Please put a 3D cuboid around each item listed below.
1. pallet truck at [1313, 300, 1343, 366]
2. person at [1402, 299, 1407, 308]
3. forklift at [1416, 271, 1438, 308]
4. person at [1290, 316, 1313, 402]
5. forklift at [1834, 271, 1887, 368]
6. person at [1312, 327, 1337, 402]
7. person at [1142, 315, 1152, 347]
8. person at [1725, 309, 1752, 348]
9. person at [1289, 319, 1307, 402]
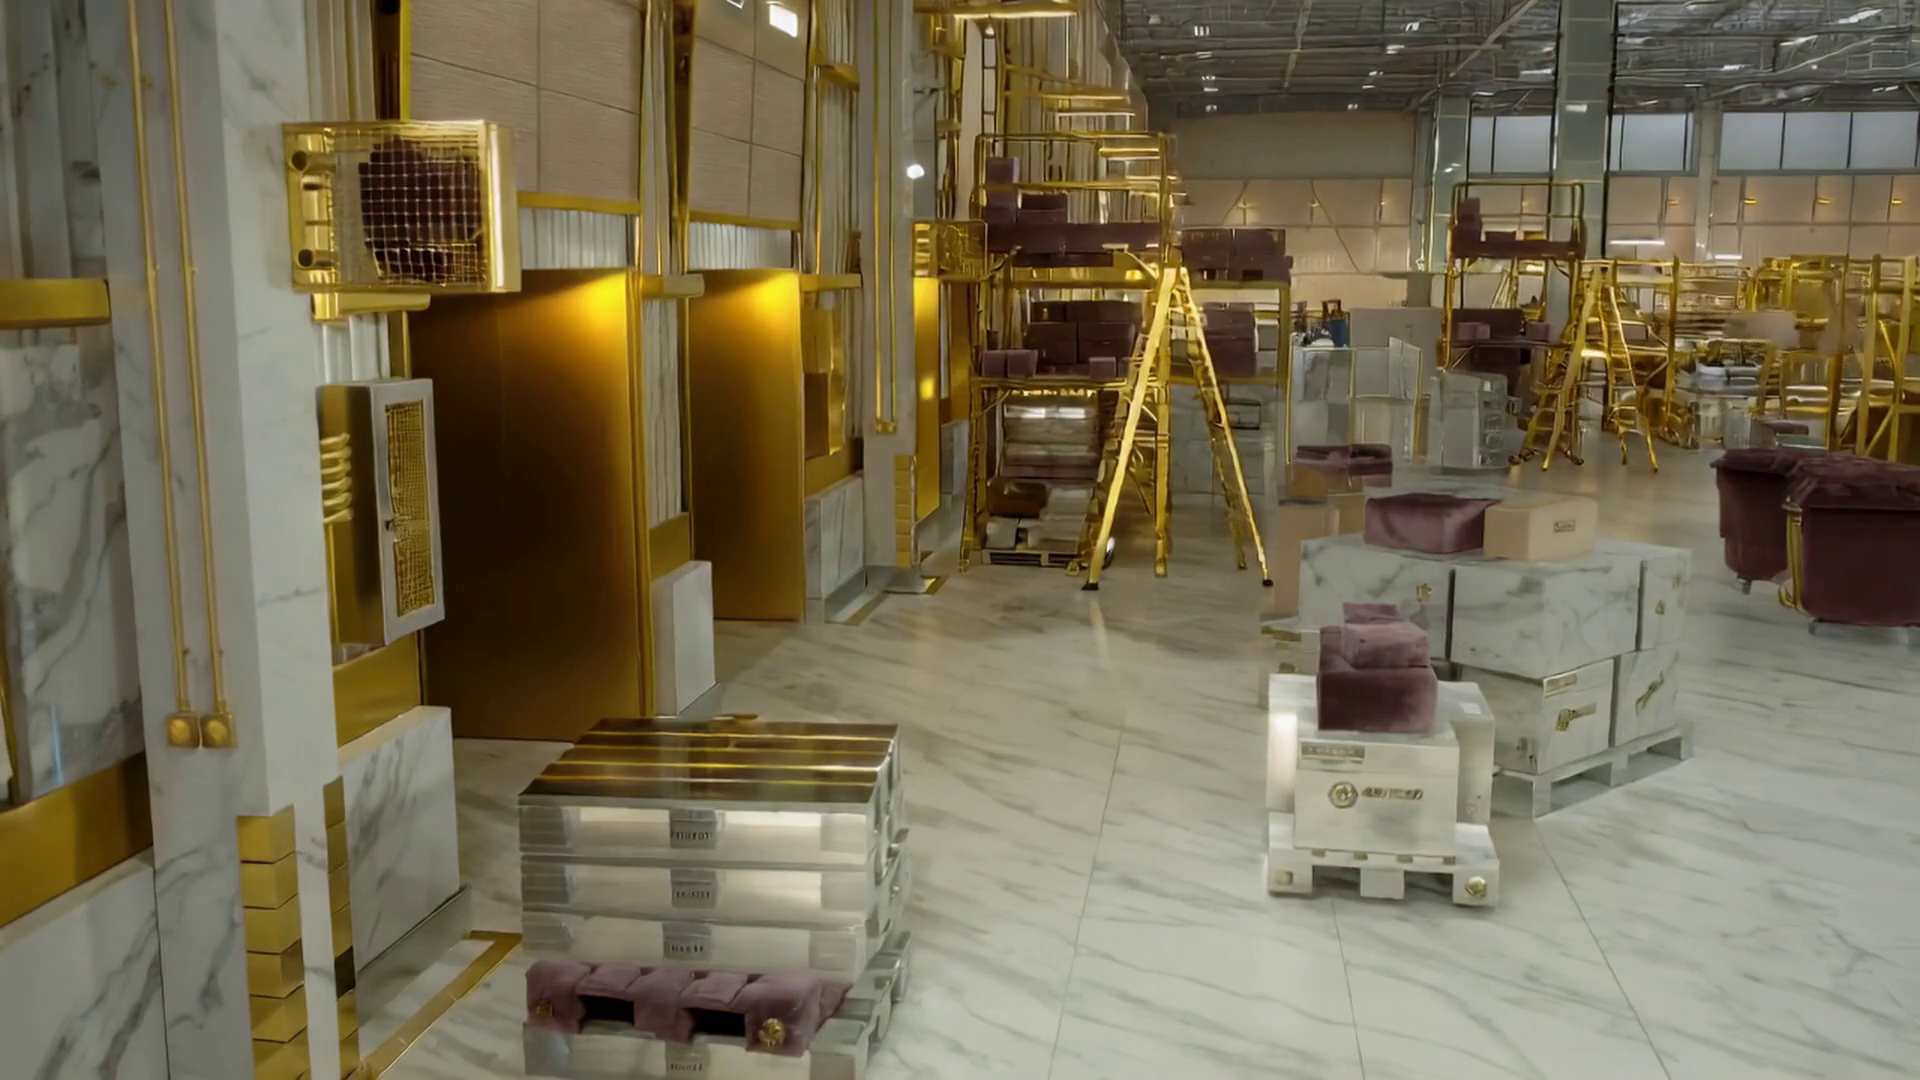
[{"bbox_3d":[11.159,-6.200,49.718,0.823,1.965,1.885,4,10,26],"label":"pallet truck"},{"bbox_3d":[14.307,-6.779,53.470,0.635,1.937,0.353,1,9,9],"label":"person"},{"bbox_3d":[11.679,-5.367,41.870,1.873,2.768,1.129,1,9,9],"label":"forklift"},{"bbox_3d":[7.145,-3.769,35.072,0.583,1.882,0.337,2,10,14],"label":"person"},{"bbox_3d":[25.532,-6.327,47.788,1.873,2.768,1.129,1,9,9],"label":"forklift"},{"bbox_3d":[7.370,-3.470,33.740,0.493,1.715,0.601,5,11,29],"label":"person"},{"bbox_3d":[5.392,-5.762,48.246,0.532,1.587,0.873,1,9,4],"label":"person"},{"bbox_3d":[18.873,-4.643,40.338,0.647,1.927,0.565,-1,9,-5],"label":"person"},{"bbox_3d":[6.887,-3.625,34.303,0.509,1.844,0.329,-1,9,-6],"label":"person"}]
